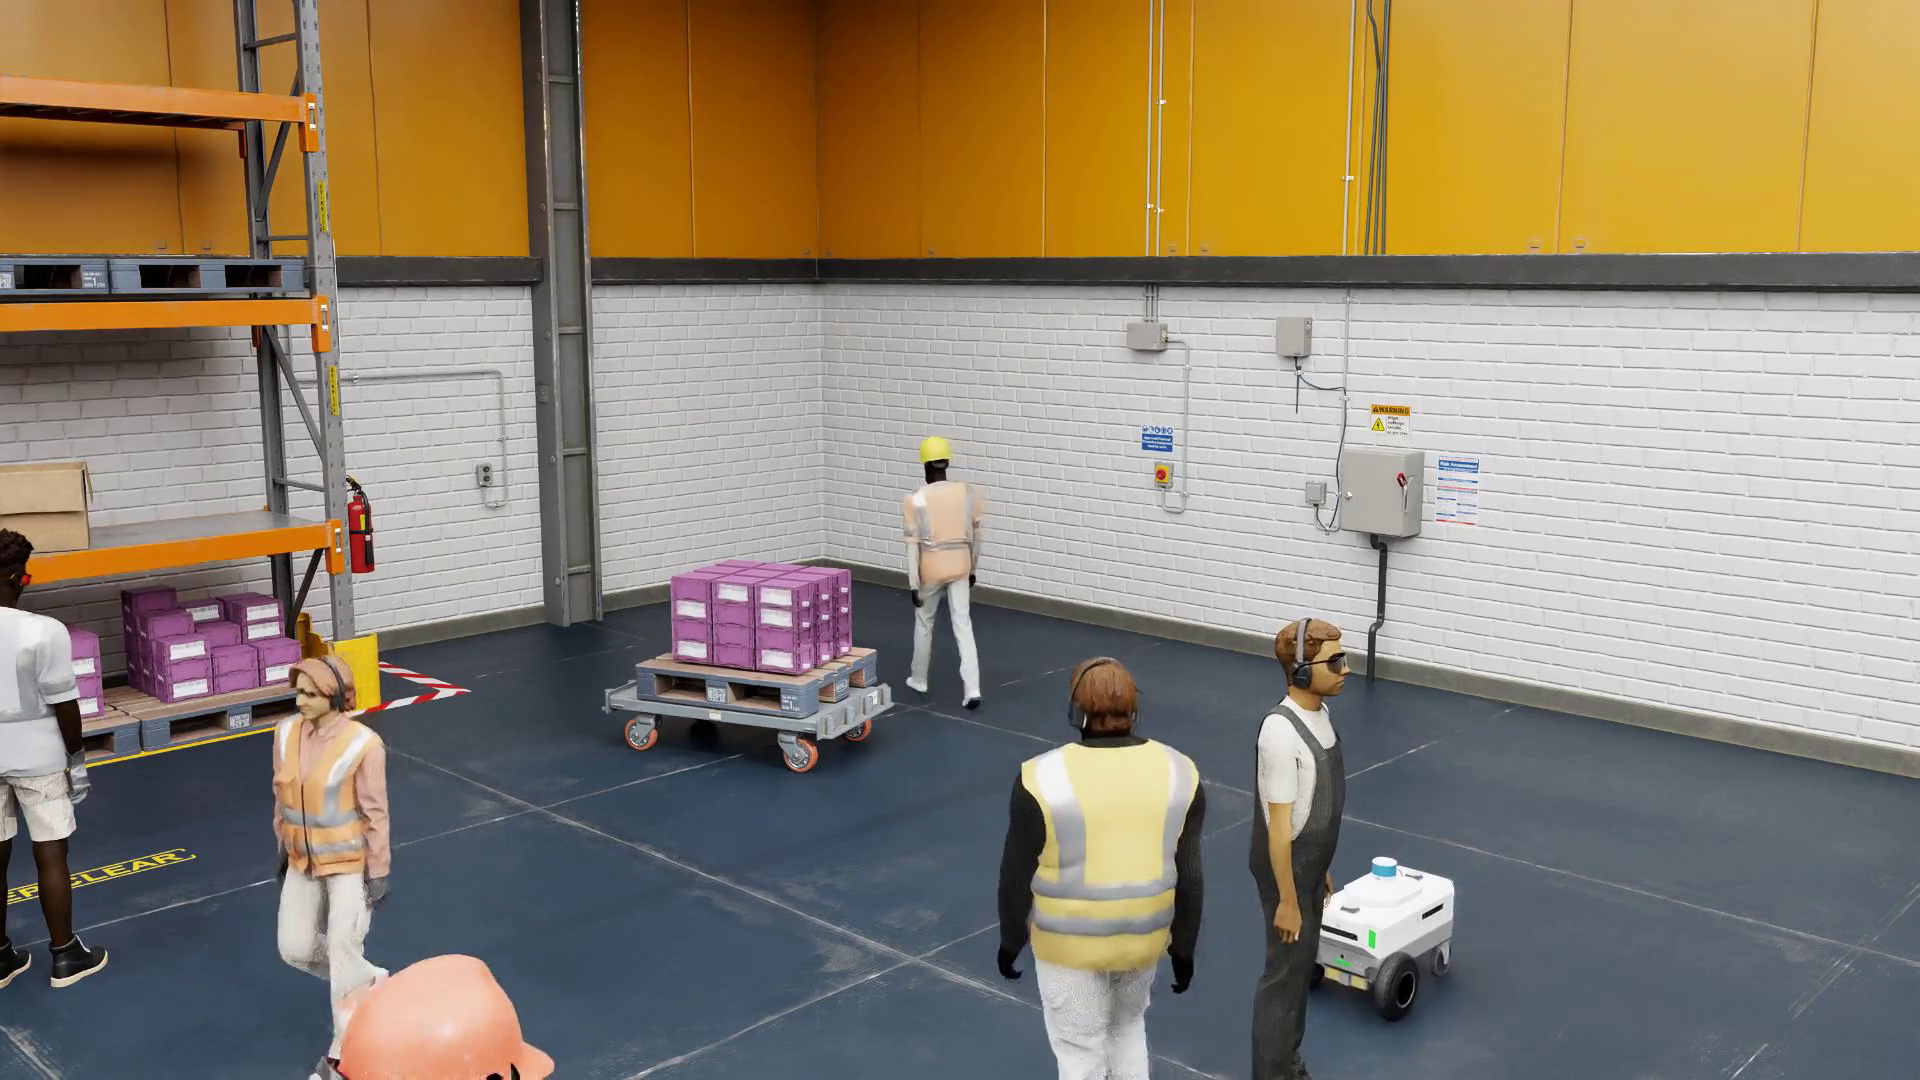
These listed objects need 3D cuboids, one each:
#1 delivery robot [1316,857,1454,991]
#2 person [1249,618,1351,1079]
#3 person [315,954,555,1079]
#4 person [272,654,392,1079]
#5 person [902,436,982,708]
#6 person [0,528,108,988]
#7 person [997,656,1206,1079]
[{"bbox_3d":[1.777,1.579,6.997,0.477,0.478,0.707,9,13,43],"label":"delivery robot"},{"bbox_3d":[1.190,1.179,5.795,0.345,1.847,0.506,4,10,24],"label":"person"},{"bbox_3d":[-0.748,1.620,2.605,0.829,2.005,0.629,-6,11,-31],"label":"person"},{"bbox_3d":[-2.332,1.209,6.262,0.541,1.622,0.446,4,10,24],"label":"person"},{"bbox_3d":[-0.105,0.216,11.607,0.600,1.883,0.983,-3,10,-18],"label":"person"},{"bbox_3d":[-3.968,0.926,6.999,0.603,1.959,0.374,0,9,-1],"label":"person"},{"bbox_3d":[0.433,1.270,5.296,0.628,1.828,0.478,-3,10,-18],"label":"person"}]
